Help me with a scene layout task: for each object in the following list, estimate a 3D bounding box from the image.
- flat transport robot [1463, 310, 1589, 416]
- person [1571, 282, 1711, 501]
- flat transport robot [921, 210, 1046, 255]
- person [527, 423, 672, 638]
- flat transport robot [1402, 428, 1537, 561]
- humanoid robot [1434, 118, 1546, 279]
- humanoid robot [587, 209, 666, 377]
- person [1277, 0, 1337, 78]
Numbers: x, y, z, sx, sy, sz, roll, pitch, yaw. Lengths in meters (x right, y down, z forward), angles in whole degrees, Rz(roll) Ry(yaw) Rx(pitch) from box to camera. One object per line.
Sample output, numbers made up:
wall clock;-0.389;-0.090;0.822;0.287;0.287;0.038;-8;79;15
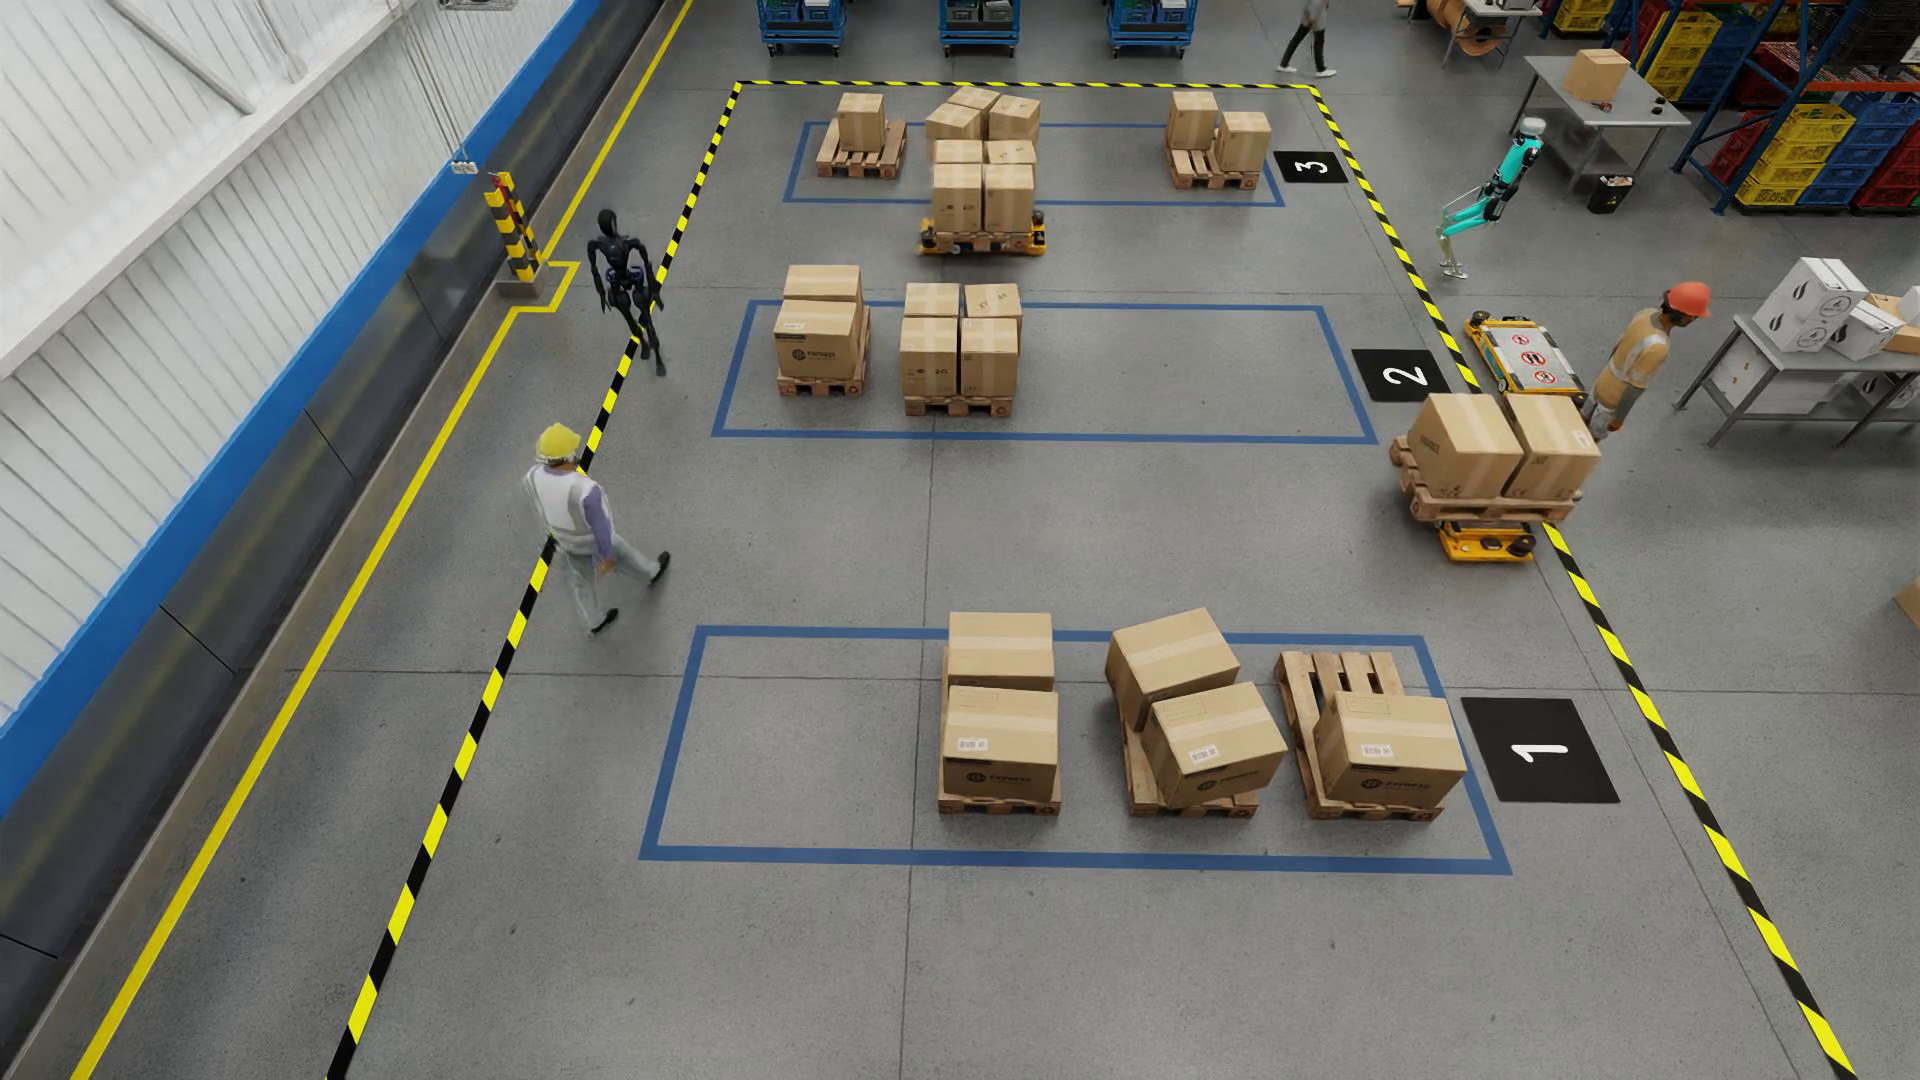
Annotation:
flat transport robot;5.573;-1.757;9.054;0.659;0.231;1.431;1;49;1
person;5.322;-1.183;7.386;0.379;2.039;0.615;14;51;12
flat transport robot;0.271;-3.579;10.613;1.431;0.197;0.652;1;49;1
person;-2.644;-0.122;6.633;0.614;1.774;0.954;16;51;13
flat transport robot;4.342;-0.422;7.881;0.652;0.197;1.431;1;49;1
humanoid robot;5.379;-3.560;9.554;0.735;1.677;0.533;8;50;7
humanoid robot;-3.125;-2.312;8.613;0.583;1.633;0.646;-7;50;-6
person;5.159;-7.576;13.073;0.835;1.811;0.595;3;49;2
